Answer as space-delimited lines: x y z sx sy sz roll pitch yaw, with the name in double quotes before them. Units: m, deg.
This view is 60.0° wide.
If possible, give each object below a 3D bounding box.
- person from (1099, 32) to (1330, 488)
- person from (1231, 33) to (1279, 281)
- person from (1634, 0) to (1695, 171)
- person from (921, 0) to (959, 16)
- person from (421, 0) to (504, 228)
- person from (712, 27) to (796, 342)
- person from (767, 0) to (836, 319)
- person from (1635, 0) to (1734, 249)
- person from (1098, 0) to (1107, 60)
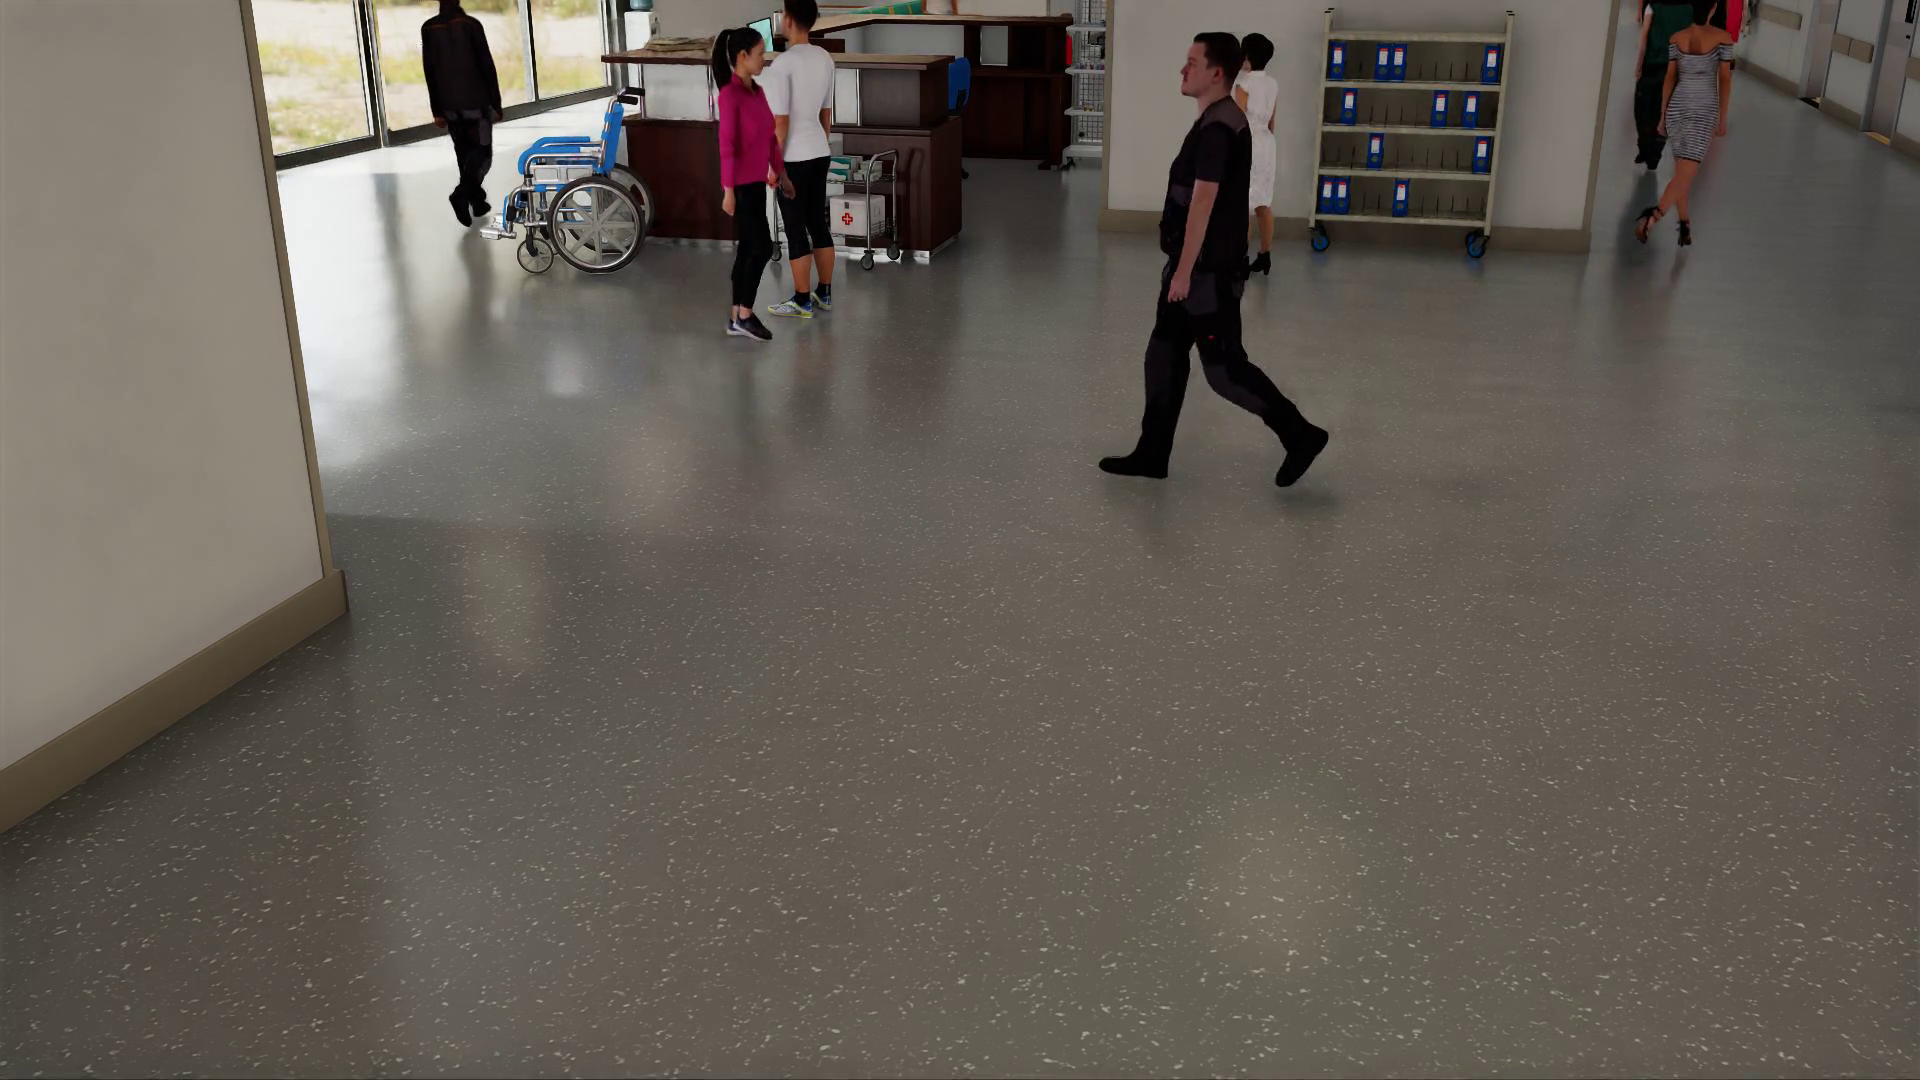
"person" 1.079 -1.072 6.691 1.234 1.820 0.900 1 21 2
"person" 1.905 -2.491 10.816 0.655 1.551 0.679 -18 27 -39
"person" 6.457 -4.326 15.266 0.619 1.832 0.701 6 21 15
"person" -0.241 -6.434 20.849 0.603 1.819 0.654 6 21 14
"person" -3.771 -3.295 12.590 1.119 1.798 0.837 3 21 7
"person" -1.262 -1.949 9.191 0.586 1.689 0.567 5 21 13
"person" -0.920 -2.248 9.750 0.689 1.852 0.733 14 25 32
"person" 4.966 -2.844 11.413 1.027 1.788 1.121 -19 28 -40
"person" 2.389 -8.306 26.578 0.825 1.261 0.594 7 22 18
